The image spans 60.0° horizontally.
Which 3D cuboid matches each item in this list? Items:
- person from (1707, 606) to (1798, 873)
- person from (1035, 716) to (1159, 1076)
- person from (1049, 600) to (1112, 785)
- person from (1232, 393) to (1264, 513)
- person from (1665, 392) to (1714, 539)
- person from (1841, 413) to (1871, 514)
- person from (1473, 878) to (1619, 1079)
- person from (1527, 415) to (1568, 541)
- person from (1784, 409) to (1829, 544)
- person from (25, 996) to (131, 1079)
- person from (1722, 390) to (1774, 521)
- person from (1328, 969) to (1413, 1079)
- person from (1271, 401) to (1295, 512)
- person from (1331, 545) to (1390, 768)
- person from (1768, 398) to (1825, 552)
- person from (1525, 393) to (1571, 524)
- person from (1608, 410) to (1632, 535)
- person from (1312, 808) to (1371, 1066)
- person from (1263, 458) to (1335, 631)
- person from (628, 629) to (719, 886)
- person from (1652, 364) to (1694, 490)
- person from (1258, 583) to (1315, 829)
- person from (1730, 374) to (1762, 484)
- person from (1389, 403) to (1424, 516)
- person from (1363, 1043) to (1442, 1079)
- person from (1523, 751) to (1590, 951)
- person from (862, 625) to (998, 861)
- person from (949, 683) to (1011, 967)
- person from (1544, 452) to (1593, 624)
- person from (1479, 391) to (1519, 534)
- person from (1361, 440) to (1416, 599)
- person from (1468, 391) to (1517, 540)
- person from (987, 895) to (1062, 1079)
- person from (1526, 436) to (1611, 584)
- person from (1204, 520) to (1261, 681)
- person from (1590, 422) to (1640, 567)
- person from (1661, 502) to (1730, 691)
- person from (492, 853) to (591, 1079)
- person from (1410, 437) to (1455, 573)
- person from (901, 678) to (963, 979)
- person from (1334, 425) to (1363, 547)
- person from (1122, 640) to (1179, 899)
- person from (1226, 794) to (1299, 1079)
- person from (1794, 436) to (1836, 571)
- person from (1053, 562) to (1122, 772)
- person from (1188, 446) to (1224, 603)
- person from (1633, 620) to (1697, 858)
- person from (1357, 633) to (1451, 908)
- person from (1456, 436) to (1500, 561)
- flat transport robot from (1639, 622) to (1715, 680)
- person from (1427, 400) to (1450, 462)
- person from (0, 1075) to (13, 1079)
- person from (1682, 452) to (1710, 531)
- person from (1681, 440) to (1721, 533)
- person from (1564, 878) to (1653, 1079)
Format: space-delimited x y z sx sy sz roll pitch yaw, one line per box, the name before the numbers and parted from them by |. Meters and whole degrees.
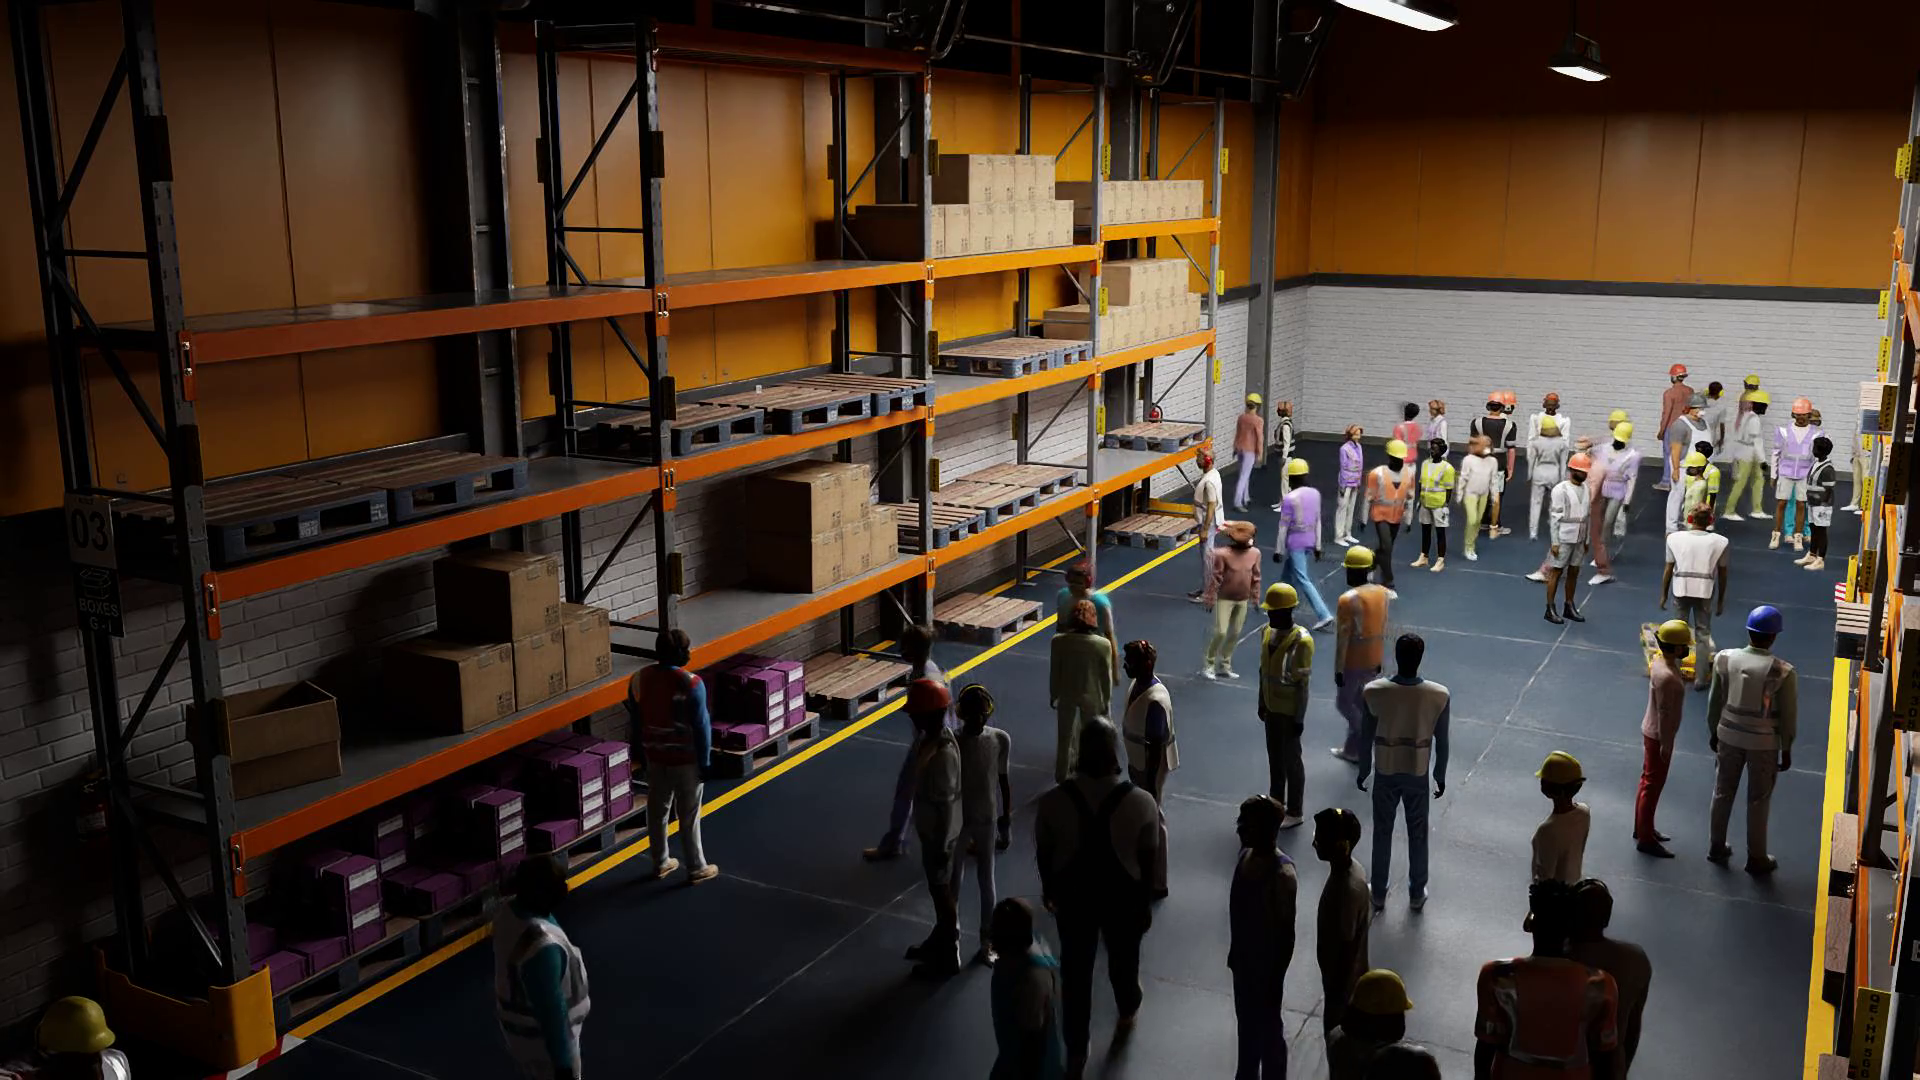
person | 5.685 1.421 11.956 0.388 1.947 0.614 -11 16 -39
person | 0.795 1.930 9.467 0.696 2.000 0.901 3 13 12
person | 0.967 1.272 13.357 0.504 1.622 0.299 2 13 8
person | 4.273 -1.295 24.641 0.625 1.721 0.585 -7 14 -29
person | 9.942 -1.000 22.586 0.684 2.000 0.536 -8 15 -33
person | 13.227 -1.193 24.372 0.283 1.631 0.503 -1 13 -4
person | 2.568 2.438 7.370 0.603 1.962 0.366 3 13 13
person | 7.989 -0.842 22.660 0.498 1.717 0.827 5 13 20
person | 11.390 -0.854 22.402 0.500 1.838 0.346 2 13 8
person | -3.488 2.670 6.654 0.403 1.824 0.591 5 13 21
person | 11.394 -1.190 23.775 0.826 1.894 0.606 5 13 21
person | 1.713 2.627 7.049 0.341 1.736 0.486 -4 13 -16
person | 4.779 -1.234 24.537 0.313 1.642 0.513 2 13 8
person | 3.395 0.999 13.932 0.592 1.908 0.630 -9 15 -35
person | 11.035 -0.864 21.973 0.613 2.043 0.374 6 14 24
person | 8.362 -1.166 23.696 0.576 1.880 0.360 7 14 28
person | 9.097 -0.936 23.003 0.354 1.732 0.487 9 16 35
person | 1.911 2.245 8.464 0.328 1.862 0.510 2 13 9
person | 3.777 0.037 18.320 0.977 1.883 0.584 12 17 43
person | -2.012 1.525 11.739 0.624 1.841 0.430 6 14 25
person | 11.232 -1.775 26.159 0.608 1.995 0.376 -6 14 -26
person | 2.463 1.259 12.764 0.396 1.919 0.582 -6 14 -25
person | 12.631 -1.784 26.740 0.341 1.761 0.525 5 14 22
person | 6.441 -1.145 24.121 0.651 1.666 0.366 -8 15 -31
person | 1.471 2.708 5.987 0.726 2.000 0.542 -12 17 -43
person | 3.385 2.059 9.512 0.313 1.768 0.527 12 17 42
person | -0.178 1.474 12.095 1.003 1.794 0.519 -2 13 -11
person | 0.075 1.796 10.486 0.510 1.860 0.333 -2 13 -7
person | 6.791 -0.022 18.465 0.548 1.929 0.385 -5 14 -22
person | 7.483 -1.074 23.048 0.408 1.986 0.617 -3 13 -12
person | 5.070 -0.305 19.858 0.608 1.888 0.926 -3 13 -14
person | 7.244 -1.014 22.689 0.612 2.029 0.407 4 13 18
person | 0.280 2.447 7.779 0.913 1.784 0.585 -3 13 -12
person | 7.486 -0.344 20.105 1.038 1.847 0.643 -4 13 -19
person | 2.704 0.594 16.423 0.540 1.610 0.345 -5 14 -21
person | 8.269 -0.585 21.092 0.457 1.878 0.646 -9 16 -36
person | 7.091 0.552 16.085 0.570 1.840 0.373 5 14 21
person | -2.024 2.369 7.986 0.520 1.826 0.648 -7 15 -30
person | 5.951 -0.449 20.888 0.318 1.700 0.535 -8 15 -32
person | -0.177 1.784 10.382 0.385 1.929 0.548 -2 13 -8
person | 5.228 -0.738 22.327 0.310 1.636 0.523 10 16 37
person | 1.305 1.576 11.528 0.393 1.836 0.561 -2 13 -8
person | 1.549 2.203 8.688 0.339 1.845 0.510 -5 13 -20
person | 10.815 -0.462 20.948 0.322 1.698 0.534 2 13 9
person | 1.029 1.036 14.079 1.001 1.772 0.664 -11 16 -39
person | 2.881 -0.182 19.360 0.389 1.847 0.566 1 13 5
person | 5.196 1.442 12.271 0.310 1.768 0.533 4 13 18
person | 3.016 1.575 11.334 0.597 1.917 0.375 2 13 10
person | 6.695 -0.538 21.441 0.545 1.613 0.602 -3 13 -14
flat transport robot | 7.378 1.126 17.065 0.652 0.197 1.431 4 13 17
person | 7.103 -1.274 24.742 0.345 1.630 0.529 -1 13 -3
person | -3.937 2.706 6.536 0.575 1.806 0.902 -4 13 -16
person | 8.574 -0.160 19.469 0.338 1.761 0.524 6 14 25
person | 9.212 -0.407 20.726 0.320 1.694 0.534 -4 13 -18
person | 2.758 2.431 7.457 0.628 1.940 0.378 -4 13 -19
